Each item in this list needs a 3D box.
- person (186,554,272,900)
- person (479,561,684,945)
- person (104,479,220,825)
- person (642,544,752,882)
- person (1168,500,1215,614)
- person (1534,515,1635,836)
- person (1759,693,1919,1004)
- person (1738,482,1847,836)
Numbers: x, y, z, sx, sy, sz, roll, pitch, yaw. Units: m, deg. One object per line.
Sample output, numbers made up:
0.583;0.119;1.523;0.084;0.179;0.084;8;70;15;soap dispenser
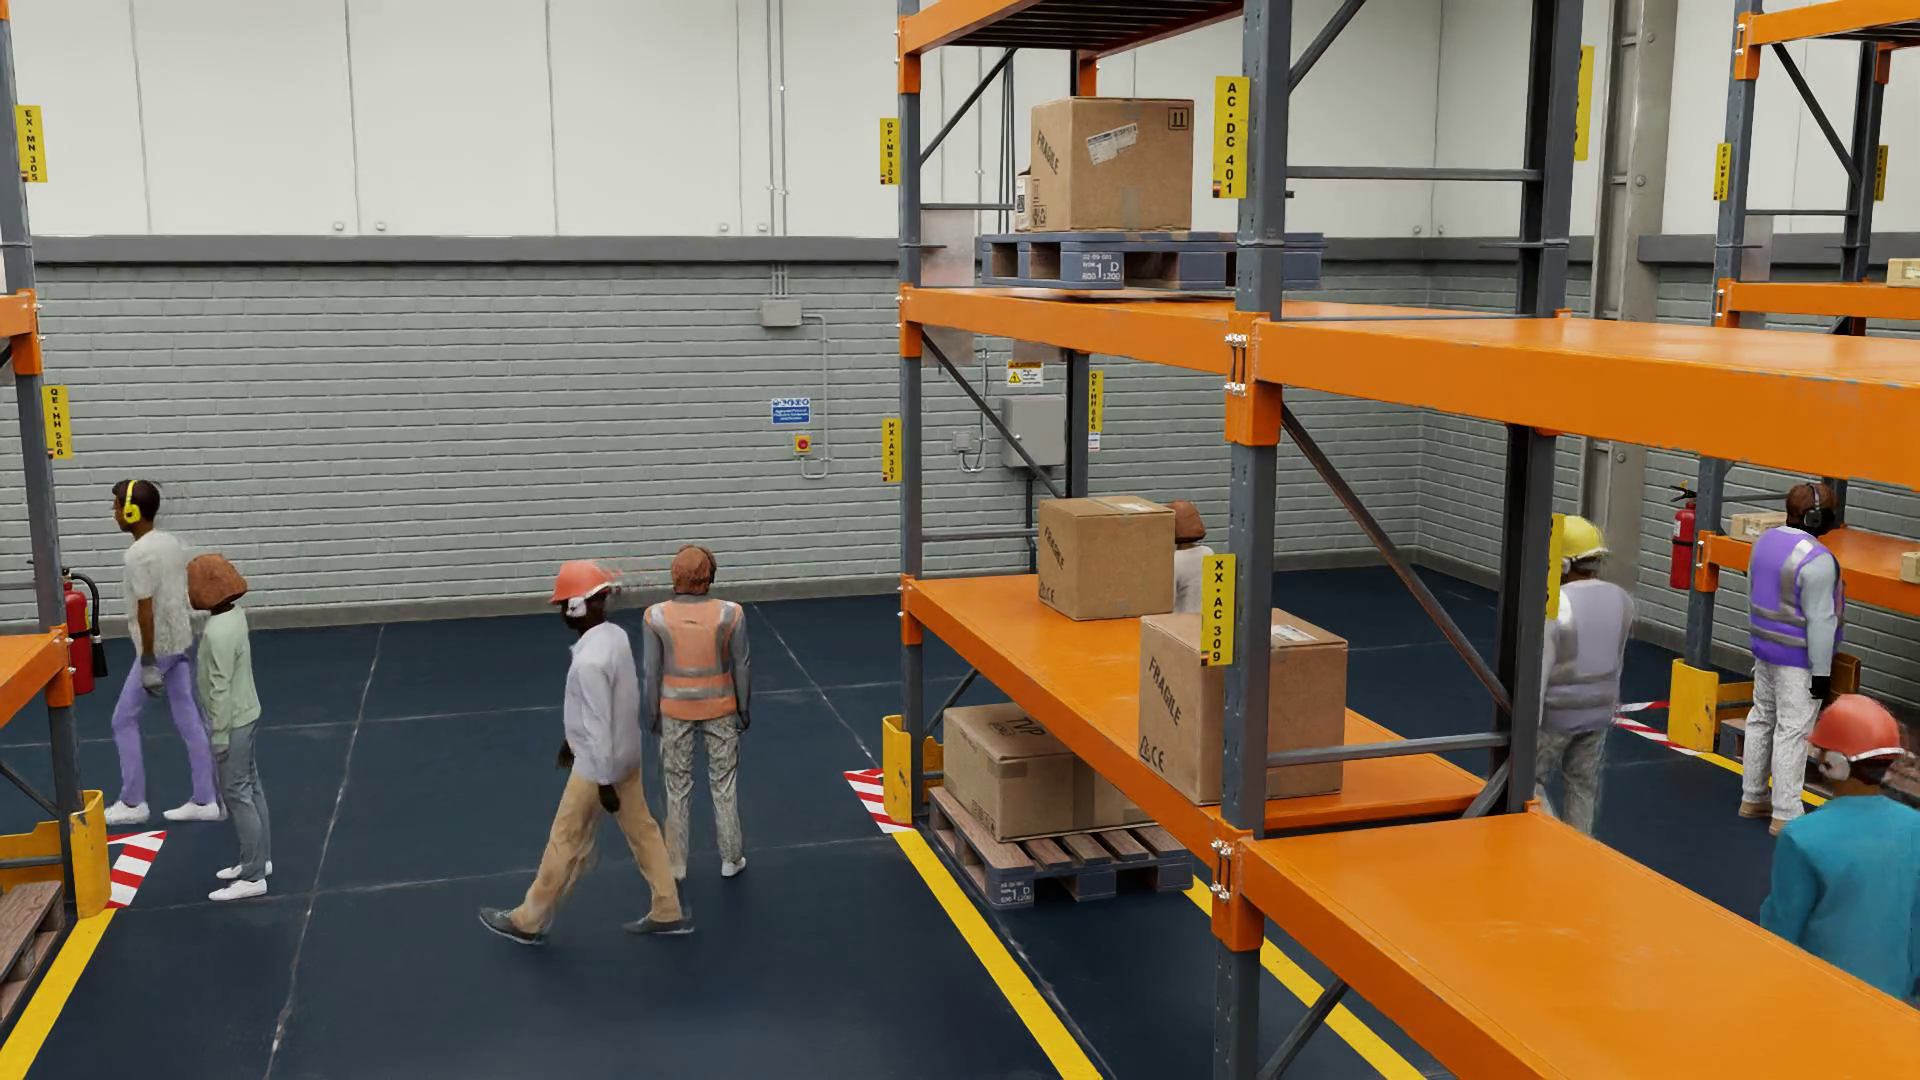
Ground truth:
-3.436;0.866;7.822;0.277;1.627;0.502;-3;10;-16;person
-1.643;0.935;7.247;0.891;1.690;0.545;1;10;5;person
-4.305;0.594;8.746;0.786;1.837;0.542;0;10;2;person
-1.251;0.833;7.964;0.514;1.641;0.307;-1;10;-6;person
1.250;0.584;9.406;0.284;1.633;0.499;9;13;40;person
2.816;0.790;7.689;0.612;1.822;0.408;-4;11;-20;person
2.639;1.323;4.898;0.565;1.733;0.689;-4;11;-22;person
4.345;0.611;8.656;0.429;1.842;0.632;-1;10;-4;person
